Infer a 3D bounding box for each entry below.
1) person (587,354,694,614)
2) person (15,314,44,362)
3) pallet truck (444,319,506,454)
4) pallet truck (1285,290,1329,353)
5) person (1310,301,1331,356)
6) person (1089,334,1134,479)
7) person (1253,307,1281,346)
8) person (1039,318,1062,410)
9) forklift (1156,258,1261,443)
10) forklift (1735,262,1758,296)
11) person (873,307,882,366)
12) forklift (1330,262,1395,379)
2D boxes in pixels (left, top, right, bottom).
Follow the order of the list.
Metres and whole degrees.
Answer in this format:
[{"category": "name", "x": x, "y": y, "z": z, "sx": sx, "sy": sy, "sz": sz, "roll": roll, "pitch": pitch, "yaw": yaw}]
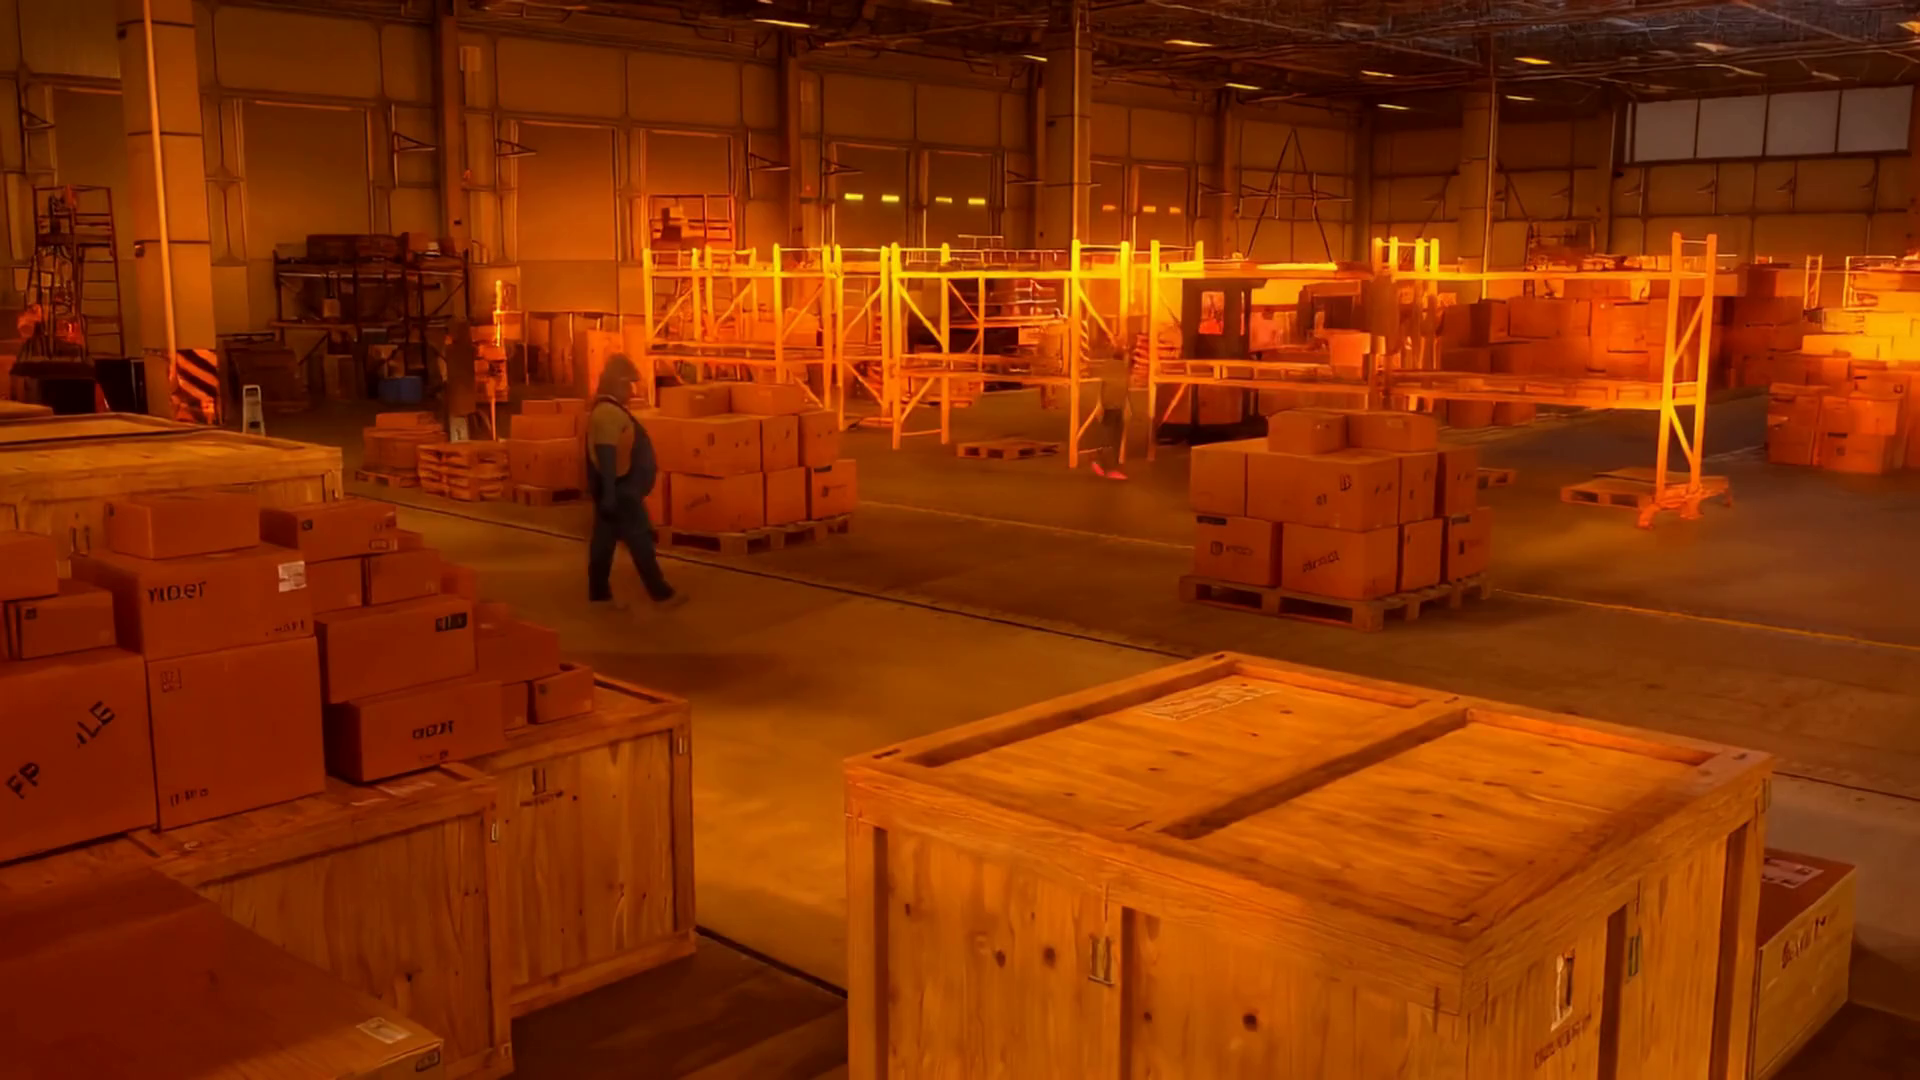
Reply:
[{"category": "person", "x": -2.480, "y": -0.441, "z": 12.819, "sx": 0.901, "sy": 2.000, "sz": 0.703, "roll": -2, "pitch": 10, "yaw": -13}, {"category": "person", "x": -14.775, "y": -2.619, "z": 26.483, "sx": 0.354, "sy": 1.939, "sz": 0.544, "roll": -6, "pitch": 11, "yaw": -33}, {"category": "pallet truck", "x": -6.981, "y": -1.942, "z": 22.150, "sx": 1.885, "sy": 1.965, "sz": 0.823, "roll": 1, "pitch": 9, "yaw": 9}, {"category": "pallet truck", "x": 11.297, "y": -6.951, "z": 52.861, "sx": 1.885, "sy": 1.965, "sz": 0.823, "roll": -5, "pitch": 11, "yaw": -29}, {"category": "person", "x": 11.047, "y": -6.445, "z": 50.750, "sx": 0.678, "sy": 1.678, "sz": 0.537, "roll": 0, "pitch": 9, "yaw": -2}, {"category": "person", "x": 1.948, "y": -1.689, "z": 21.063, "sx": 0.452, "sy": 1.847, "sz": 0.579, "roll": 8, "pitch": 12, "yaw": 40}, {"category": "person", "x": 6.107, "y": -3.705, "z": 33.286, "sx": 0.627, "sy": 1.908, "sz": 0.983, "roll": 6, "pitch": 11, "yaw": 34}, {"category": "person", "x": 1.734, "y": -3.331, "z": 31.480, "sx": 0.488, "sy": 1.736, "sz": 0.321, "roll": -5, "pitch": 11, "yaw": -29}, {"category": "forklift", "x": 3.876, "y": -2.978, "z": 25.806, "sx": 1.129, "sy": 2.768, "sz": 1.873, "roll": 5, "pitch": 11, "yaw": 29}, {"category": "forklift", "x": 20.861, "y": -5.987, "z": 44.255, "sx": 1.873, "sy": 2.768, "sz": 1.129, "roll": 7, "pitch": 12, "yaw": 36}, {"category": "person", "x": -2.165, "y": -5.389, "z": 44.410, "sx": 0.320, "sy": 1.632, "sz": 0.524, "roll": -1, "pitch": 9, "yaw": -6}, {"category": "forklift", "x": 9.992, "y": -5.316, "z": 40.140, "sx": 1.873, "sy": 2.768, "sz": 1.129, "roll": -5, "pitch": 10, "yaw": -26}]
